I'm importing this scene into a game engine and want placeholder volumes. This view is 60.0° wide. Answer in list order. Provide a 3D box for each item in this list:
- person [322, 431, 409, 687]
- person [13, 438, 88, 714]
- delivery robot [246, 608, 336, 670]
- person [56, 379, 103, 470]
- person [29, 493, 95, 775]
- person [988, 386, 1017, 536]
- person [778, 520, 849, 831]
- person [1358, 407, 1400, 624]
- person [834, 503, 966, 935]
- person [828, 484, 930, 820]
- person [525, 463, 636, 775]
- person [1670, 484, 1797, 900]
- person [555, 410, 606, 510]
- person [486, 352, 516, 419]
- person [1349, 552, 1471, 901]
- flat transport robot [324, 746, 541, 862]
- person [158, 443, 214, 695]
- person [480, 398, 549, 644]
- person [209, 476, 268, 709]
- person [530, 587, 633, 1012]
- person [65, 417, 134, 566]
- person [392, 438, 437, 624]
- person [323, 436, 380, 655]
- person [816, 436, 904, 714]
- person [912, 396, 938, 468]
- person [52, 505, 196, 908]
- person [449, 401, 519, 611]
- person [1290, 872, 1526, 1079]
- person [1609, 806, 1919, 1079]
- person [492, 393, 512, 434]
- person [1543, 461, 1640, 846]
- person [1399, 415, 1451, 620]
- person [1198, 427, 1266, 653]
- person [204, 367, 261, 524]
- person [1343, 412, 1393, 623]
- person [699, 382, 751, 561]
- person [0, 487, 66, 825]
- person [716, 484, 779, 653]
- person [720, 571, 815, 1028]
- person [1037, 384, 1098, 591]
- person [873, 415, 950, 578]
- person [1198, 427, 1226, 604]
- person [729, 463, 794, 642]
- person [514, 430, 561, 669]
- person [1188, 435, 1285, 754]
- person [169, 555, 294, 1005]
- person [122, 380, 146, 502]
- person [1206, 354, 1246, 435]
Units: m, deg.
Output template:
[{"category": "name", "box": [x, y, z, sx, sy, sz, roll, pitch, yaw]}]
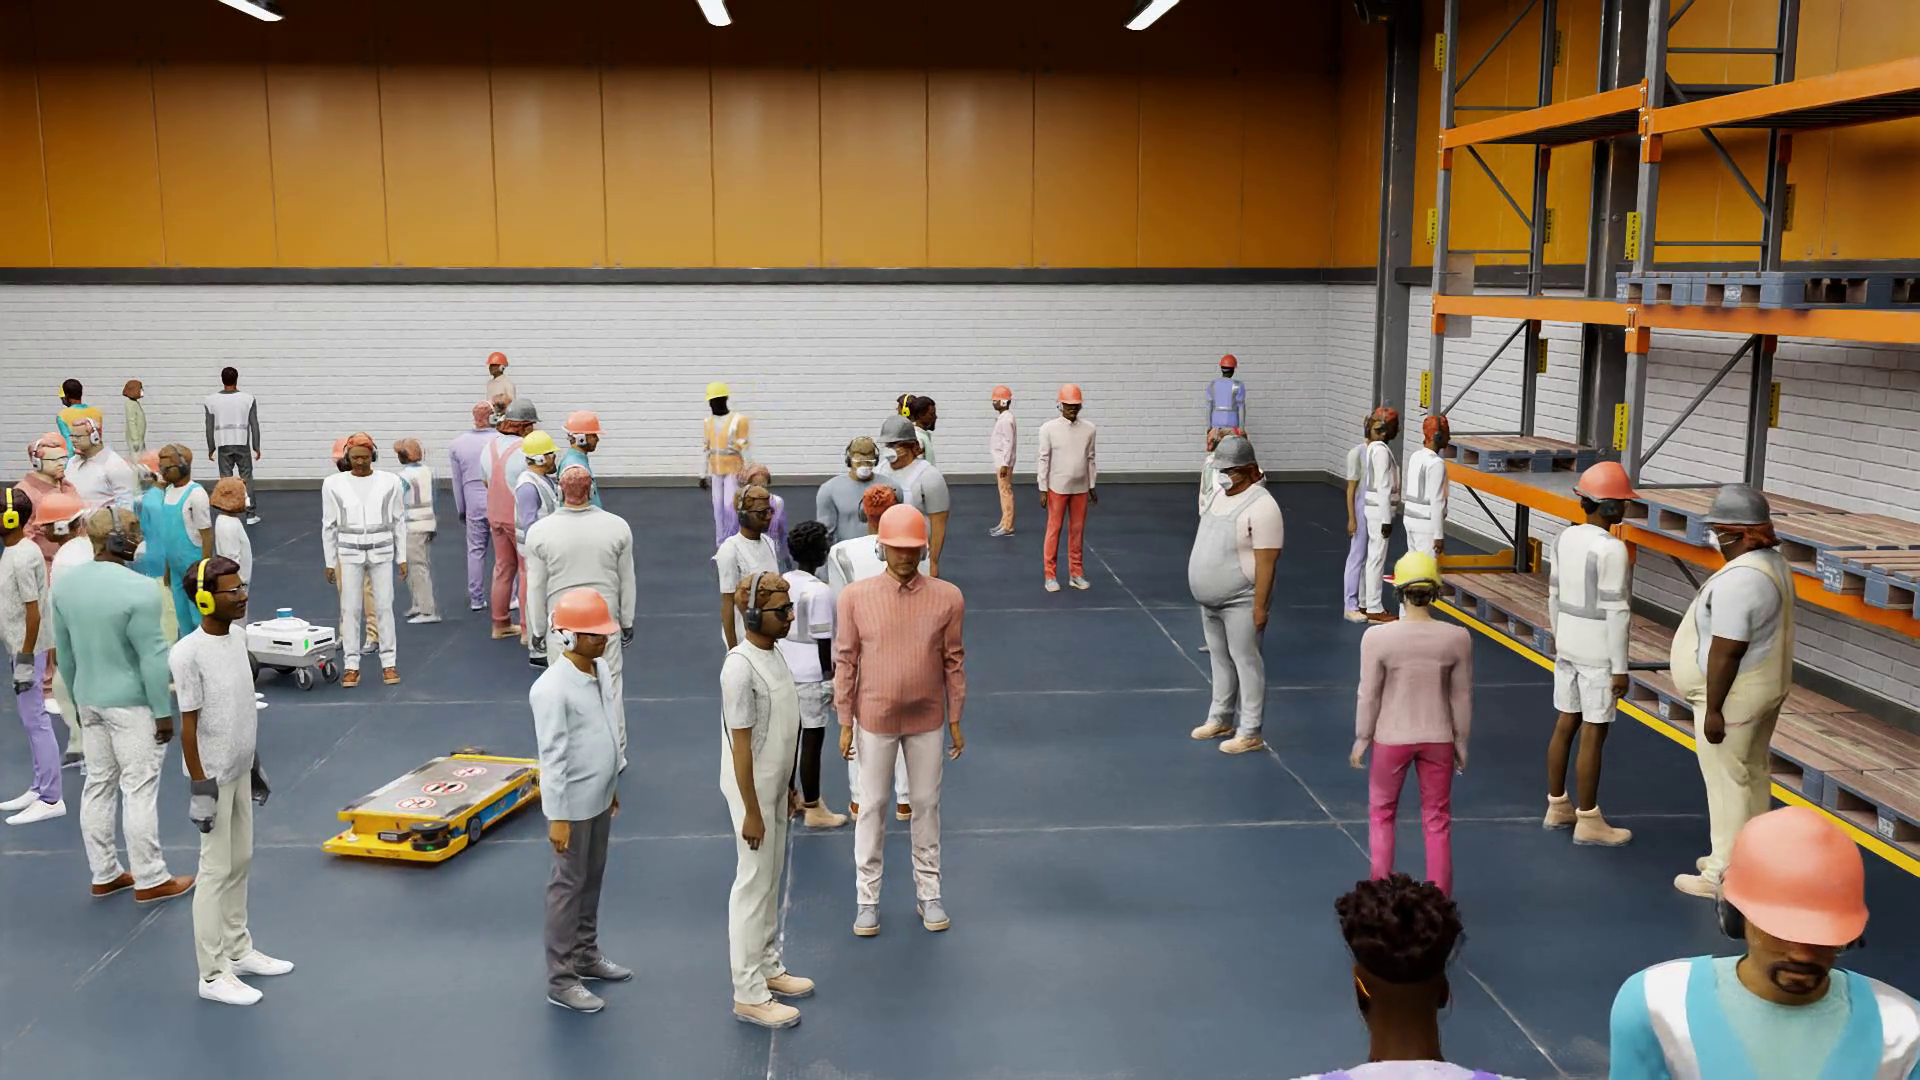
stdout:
[{"category": "person", "box": [-4.377, 0.140, 12.258, 0.586, 1.886, 0.340, -3, 10, -19]}, {"category": "person", "box": [-6.271, 0.241, 11.564, 0.409, 1.906, 0.652, 1, 9, 5]}, {"category": "delivery robot", "box": [-4.986, 0.749, 12.312, 0.707, 0.478, 0.477, 4, 10, 21]}, {"category": "person", "box": [-9.459, -0.780, 17.950, 0.399, 1.915, 0.589, 2, 9, 13]}, {"category": "person", "box": [-5.352, 0.578, 9.987, 0.615, 1.724, 0.556, -3, 10, -18]}, {"category": "person", "box": [0.489, -0.920, 19.339, 0.336, 1.748, 0.573, 0, 9, -1]}, {"category": "person", "box": [-0.841, 0.733, 9.129, 0.322, 1.696, 0.536, -6, 11, -33]}, {"category": "person", "box": [3.658, -0.214, 14.498, 0.356, 1.882, 0.572, 0, 9, 1]}, {"category": "person", "box": [-0.271, 0.819, 7.655, 0.612, 1.996, 0.379, -2, 9, -10]}, {"category": "person", "box": [-0.439, 0.625, 9.226, 0.584, 1.882, 0.345, 0, 9, 2]}, {"category": "person", "box": [-2.269, 0.490, 9.989, 0.643, 1.913, 0.411, -3, 10, -20]}, {"category": "person", "box": [3.753, 0.720, 8.137, 0.536, 2.000, 0.683, 9, 13, 44]}, {"category": "person", "box": [-2.924, -0.010, 12.890, 0.406, 1.988, 0.613, -2, 9, -15]}, {"category": "person", "box": [-6.226, -1.545, 22.495, 0.612, 1.997, 0.375, 8, 12, 40]}, {"category": "person", "box": [2.094, 0.932, 7.770, 0.553, 1.746, 0.527, 0, 9, -3]}, {"category": "flat transport robot", "box": [-2.816, 1.434, 9.190, 0.652, 0.197, 1.431, 2, 9, 12]}, {"category": "person", "box": [-5.522, 0.222, 11.888, 0.505, 1.844, 0.349, 7, 11, 37]}, {"category": "person", "box": [-3.603, -0.176, 13.764, 0.686, 2.000, 0.536, 6, 11, 33]}, {"category": "person", "box": [-5.053, 0.367, 11.628, 0.279, 1.633, 0.504, -4, 10, -25]}, {"category": "person", "box": [-1.554, 1.056, 6.924, 0.342, 1.749, 0.573, 2, 9, 11]}, {"category": "person", "box": [-6.876, -0.025, 13.234, 0.649, 1.906, 0.401, 4, 10, 24]}, {"category": "person", "box": [-4.782, -0.076, 14.452, 0.549, 1.619, 0.532, 2, 9, 11]}, {"category": "person", "box": [-4.866, 0.038, 13.307, 0.560, 1.755, 0.318, 3, 10, 21]}, {"category": "person", "box": [-0.679, 0.235, 11.521, 0.638, 1.932, 0.357, -3, 10, -20]}, {"category": "person", "box": [-0.379, -0.372, 15.378, 0.375, 1.917, 0.598, 0, 9, -3]}, {"category": "person", "box": [-4.035, 0.796, 7.990, 0.629, 1.936, 0.371, 4, 10, 22]}, {"category": "person", "box": [-4.229, -0.301, 14.978, 0.642, 1.907, 0.409, 1, 9, 5]}, {"category": "person", "box": [0.844, 1.565, 3.194, 0.634, 1.919, 0.917, 1, 9, 7]}, {"category": "person", "box": [1.579, 1.500, 3.287, 0.604, 2.034, 0.417, 3, 9, 15]}, {"category": "person", "box": [-5.357, -0.917, 19.680, 0.310, 1.636, 0.523, 0, 9, -1]}, {"category": "person", "box": [3.384, 0.599, 8.885, 0.383, 2.045, 0.605, -2, 9, -11]}, {"category": "person", "box": [3.864, -0.095, 13.788, 0.355, 1.876, 0.573, -1, 9, -6]}, {"category": "person", "box": [2.178, 0.022, 13.149, 0.384, 1.839, 0.570, -6, 11, -31]}, {"category": "person", "box": [-8.814, -1.138, 20.185, 0.596, 1.917, 0.374, -3, 10, -19]}, {"category": "person", "box": [3.584, -0.203, 14.545, 0.516, 1.843, 0.326, -6, 11, -34]}, {"category": "person", "box": [-2.497, -0.726, 17.639, 0.610, 1.903, 0.413, 6, 11, 34]}, {"category": "person", "box": [-5.208, 0.632, 9.225, 0.328, 1.872, 0.513, -6, 11, -33]}, {"category": "person", "box": [-1.182, 0.597, 9.524, 0.340, 1.845, 0.513, 4, 10, 22]}, {"category": "person", "box": [-0.791, 1.036, 6.768, 0.345, 1.846, 0.507, 1, 9, 8]}, {"category": "person", "box": [1.043, -0.503, 15.960, 0.624, 1.992, 0.390, -4, 10, -23]}, {"category": "person", "box": [-0.450, 0.110, 11.966, 0.690, 2.000, 0.538, 7, 11, 36]}, {"category": "person", "box": [2.346, -0.220, 15.297, 0.311, 1.638, 0.523, 3, 9, 16]}, {"category": "person", "box": [-1.468, 0.213, 12.680, 0.833, 1.586, 0.548, 8, 12, 41]}, {"category": "person", "box": [-3.217, 0.071, 12.843, 0.404, 1.836, 0.600, -1, 9, -4]}, {"category": "person", "box": [1.719, 0.326, 10.612, 0.535, 2.000, 0.681, -4, 10, -23]}, {"category": "person", "box": [-3.065, 0.988, 6.973, 0.326, 1.876, 0.518, 0, 9, 3]}, {"category": "person", "box": [-10.986, -1.318, 22.212, 0.283, 1.633, 0.497, -3, 10, -18]}, {"category": "person", "box": [3.681, -1.594, 22.991, 0.551, 1.935, 0.375, 4, 10, 25]}]
